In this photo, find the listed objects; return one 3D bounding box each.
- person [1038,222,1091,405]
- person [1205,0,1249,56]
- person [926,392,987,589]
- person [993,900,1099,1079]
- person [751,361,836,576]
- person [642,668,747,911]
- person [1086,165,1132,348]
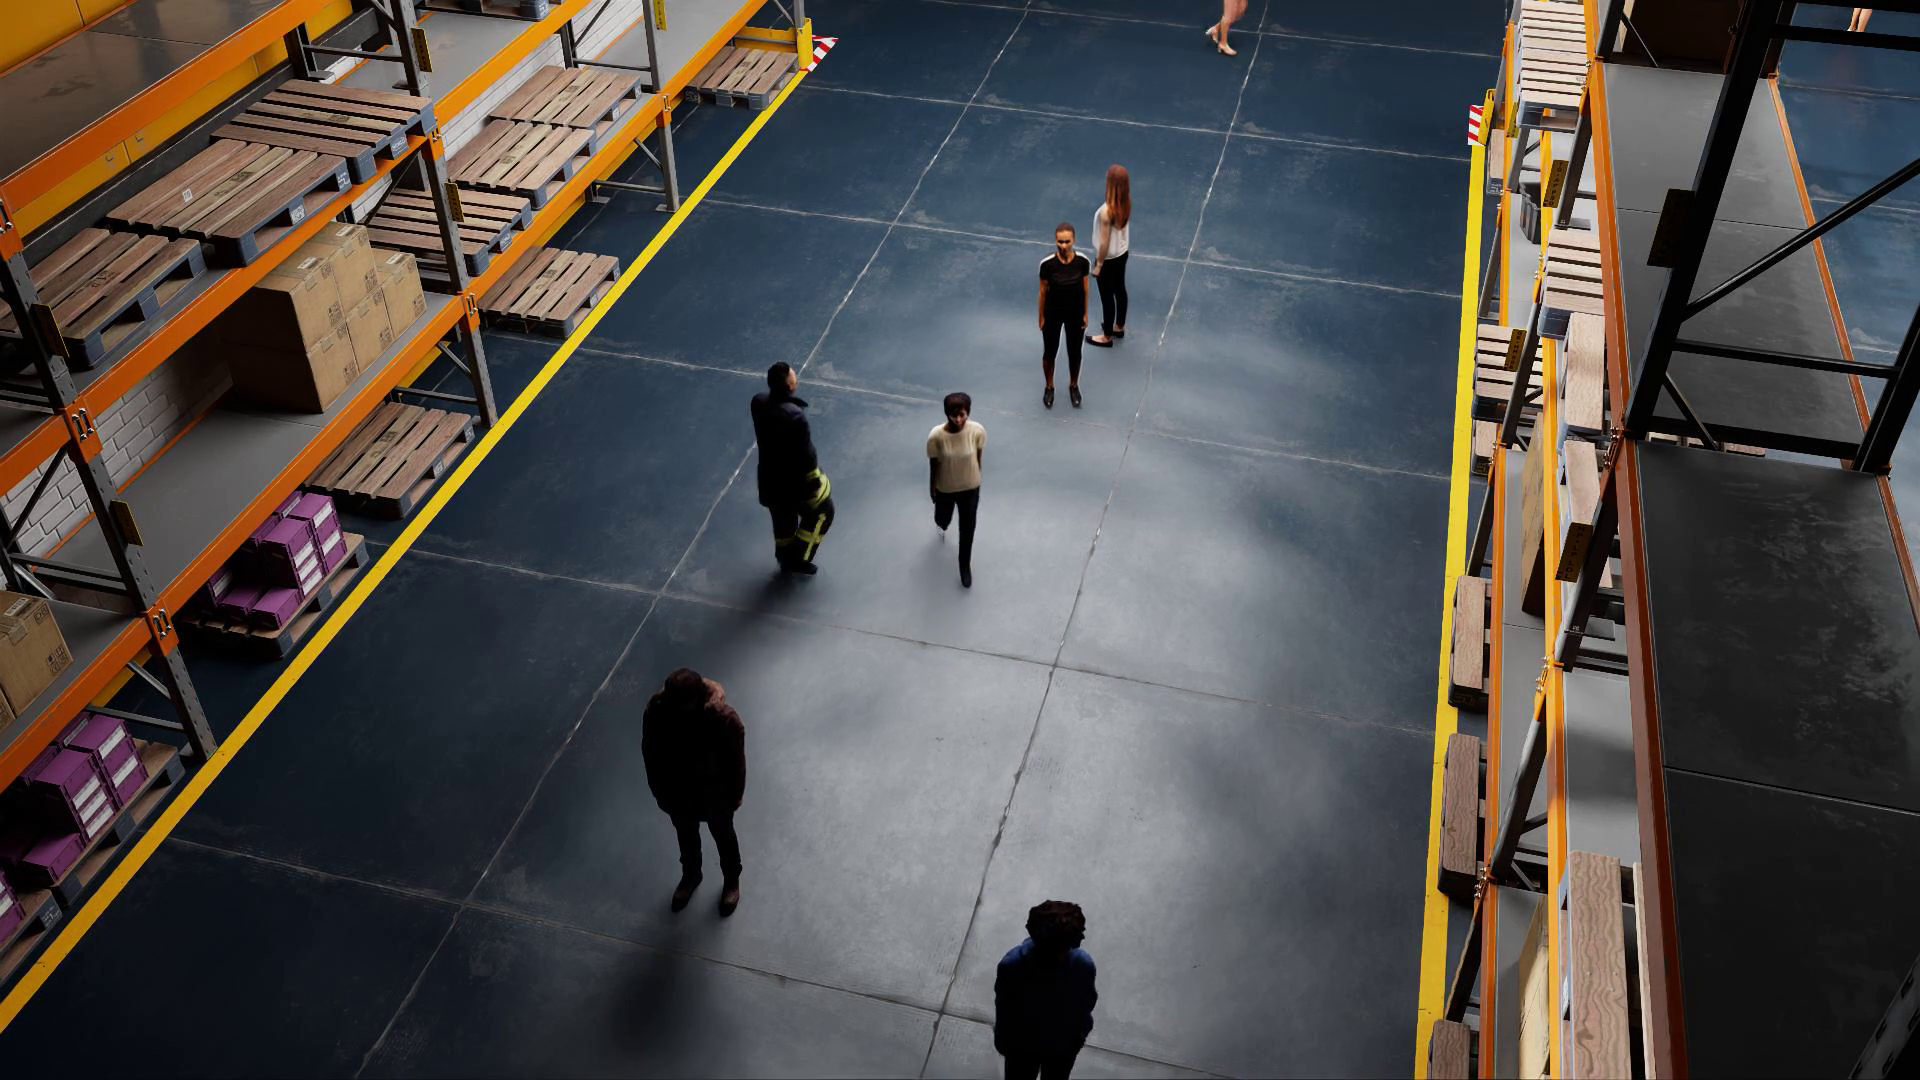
[{"bbox_3d":[0.865,-1.910,13.913,0.633,1.671,0.602,-1,39,-1],"label":"person"},{"bbox_3d":[3.143,-6.645,19.727,0.678,1.816,0.635,11,40,13],"label":"person"},{"bbox_3d":[-0.038,-0.431,12.143,0.824,1.570,1.006,-6,39,-8],"label":"person"},{"bbox_3d":[0.406,2.399,8.418,0.800,1.796,0.855,-2,39,-3],"label":"person"},{"bbox_3d":[-1.278,-0.469,11.965,0.897,1.850,0.902,29,47,31],"label":"person"},{"bbox_3d":[-1.509,1.417,9.608,0.776,1.845,0.686,6,39,7],"label":"person"},{"bbox_3d":[1.348,-2.493,14.603,0.703,1.721,0.566,26,45,29],"label":"person"}]
